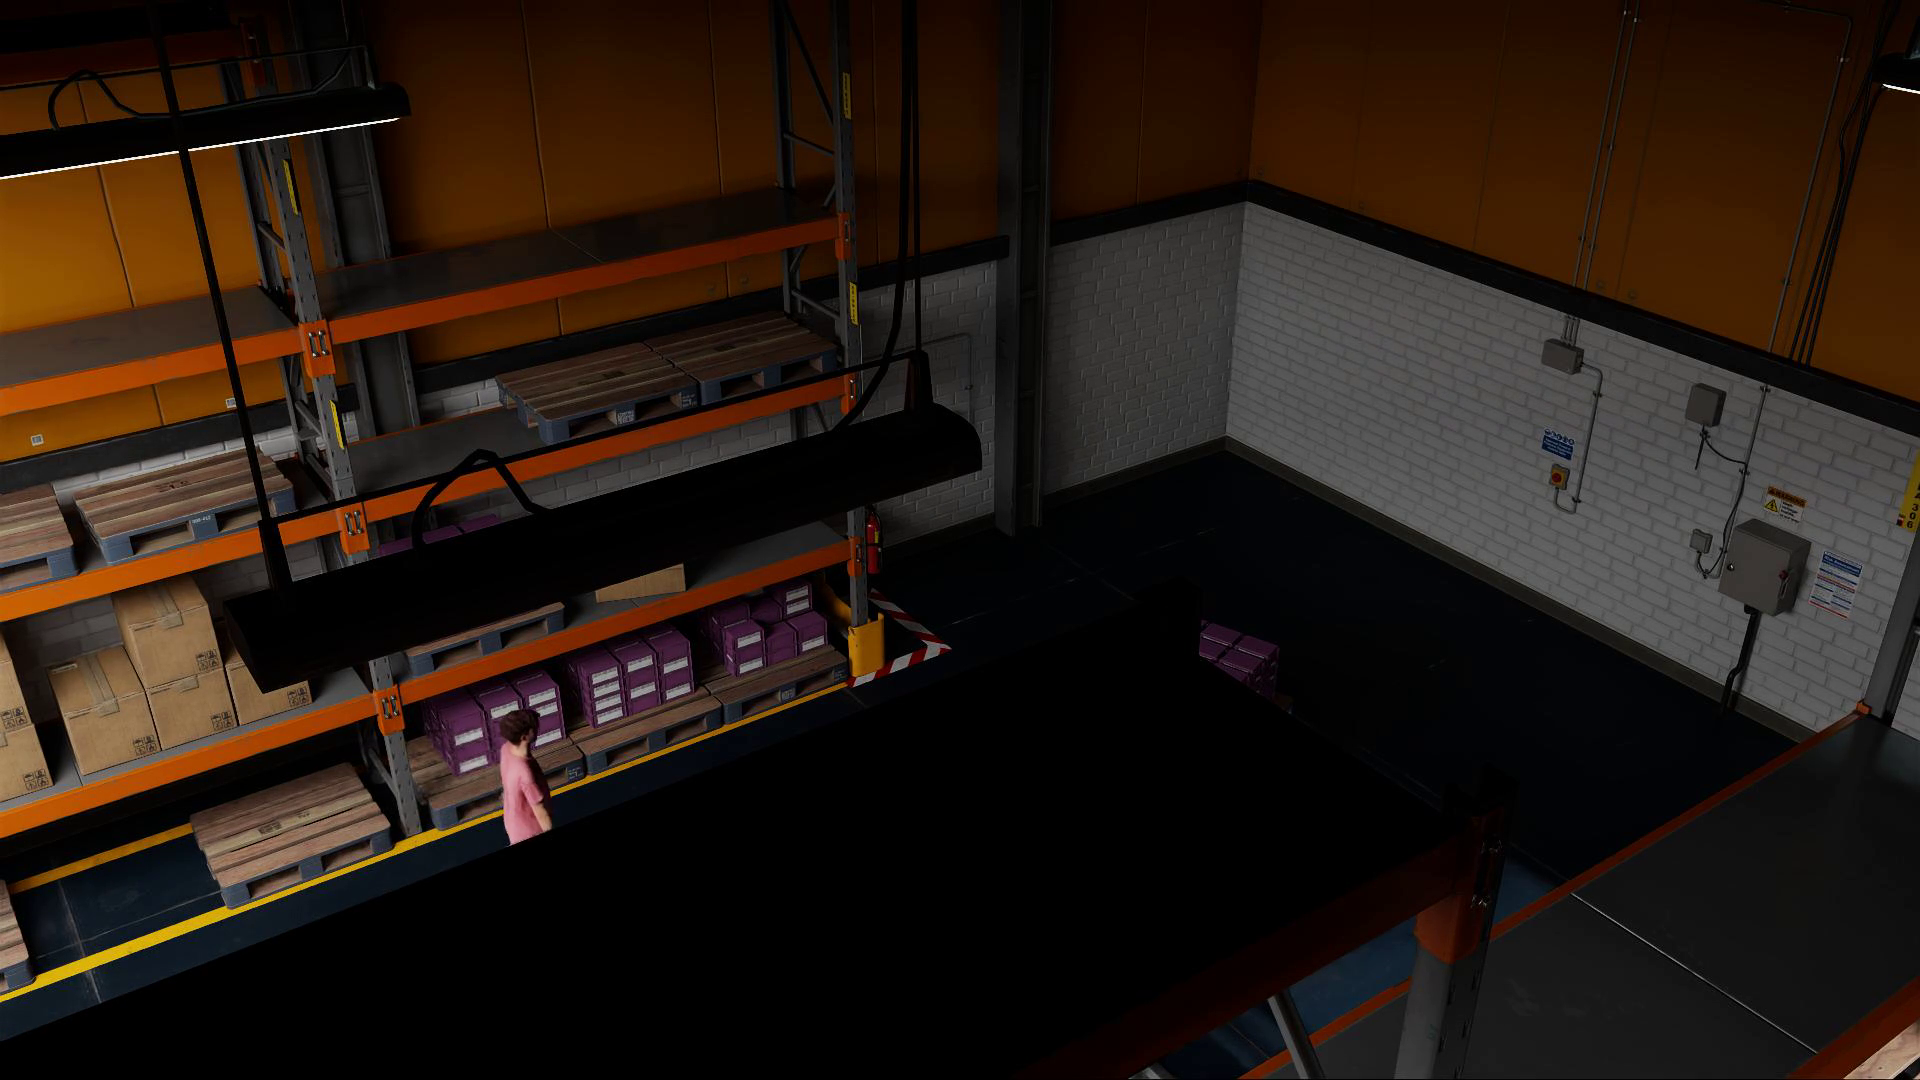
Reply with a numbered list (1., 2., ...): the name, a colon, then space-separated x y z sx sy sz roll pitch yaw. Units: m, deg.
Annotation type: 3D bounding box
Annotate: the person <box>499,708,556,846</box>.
1. person: -2.935 1.991 10.984 1.209 1.914 0.765 -14 32 -24
